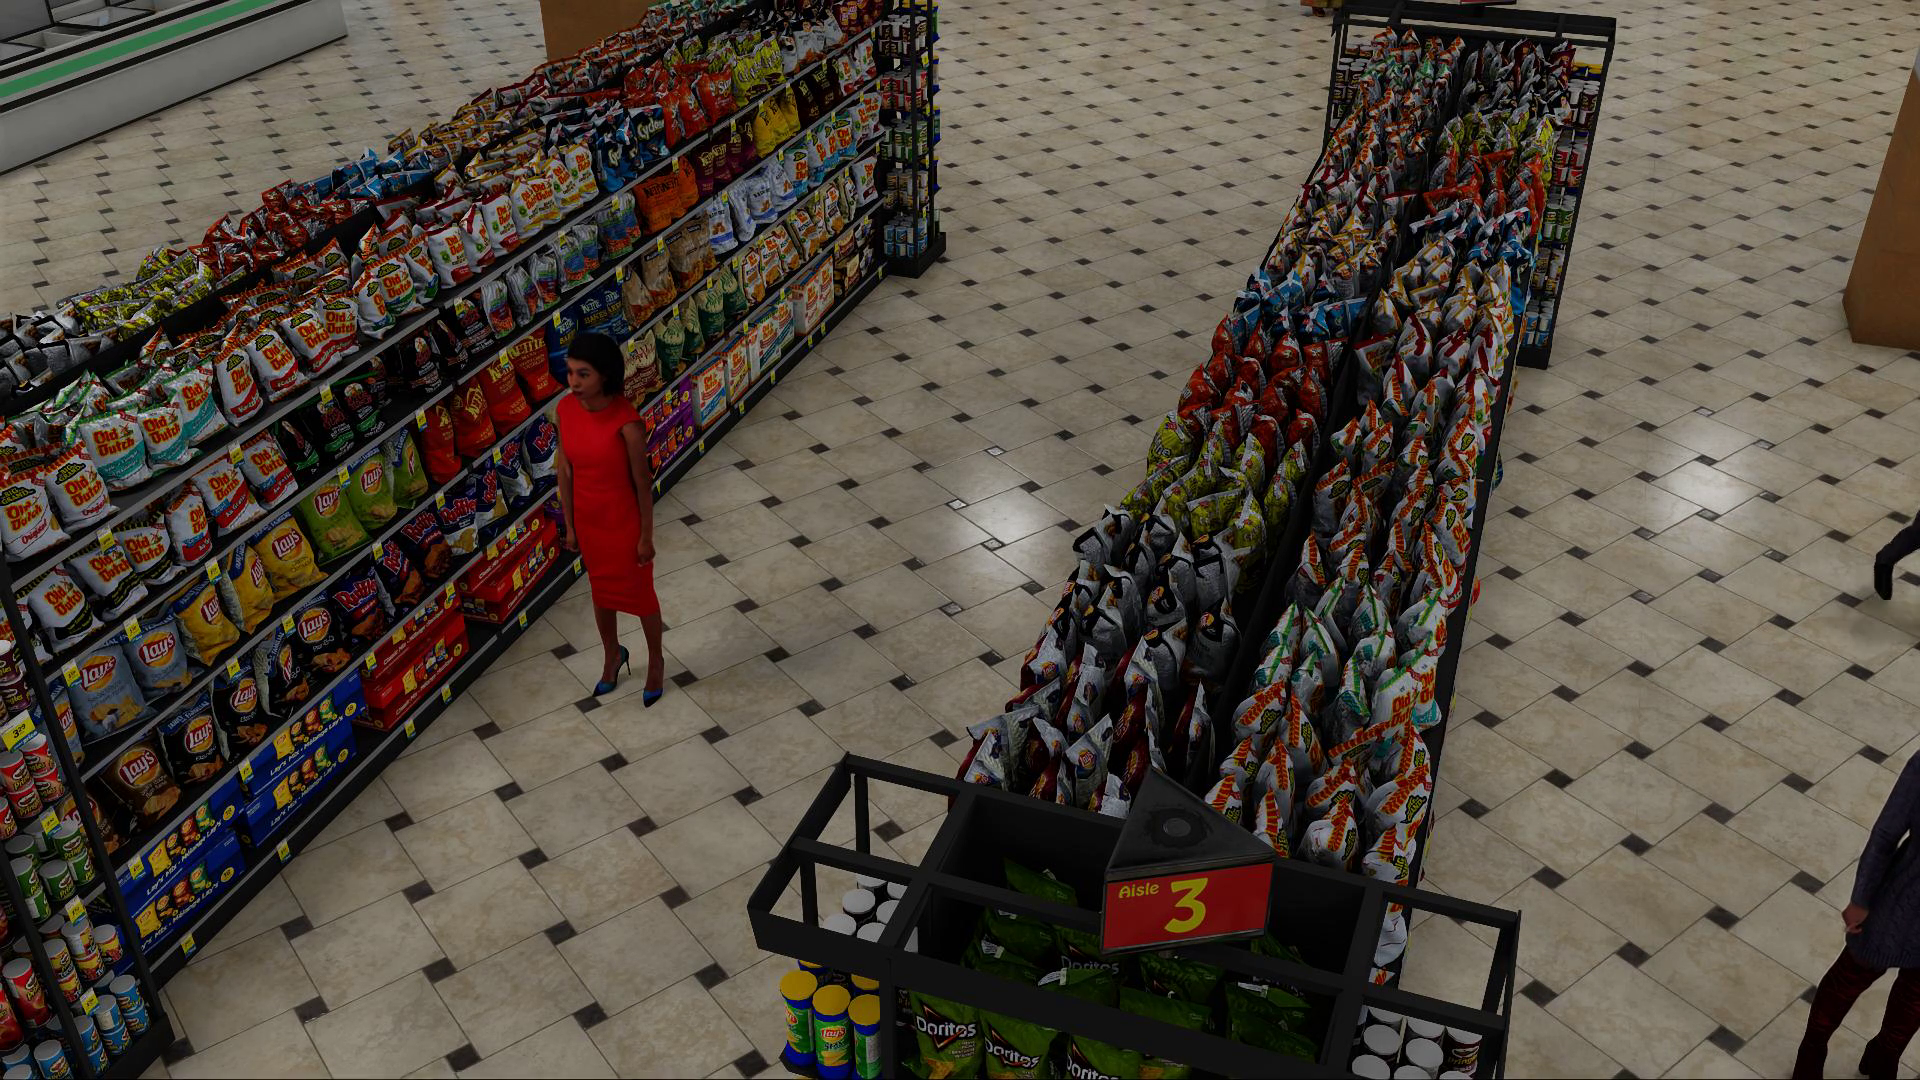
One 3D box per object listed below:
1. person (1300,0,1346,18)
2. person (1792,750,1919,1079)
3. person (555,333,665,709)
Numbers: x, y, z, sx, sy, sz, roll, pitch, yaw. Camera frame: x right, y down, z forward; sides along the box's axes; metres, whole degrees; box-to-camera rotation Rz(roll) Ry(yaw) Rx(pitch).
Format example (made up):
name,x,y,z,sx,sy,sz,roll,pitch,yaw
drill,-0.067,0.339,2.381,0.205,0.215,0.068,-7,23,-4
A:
name,x,y,z,sx,sy,sz,roll,pitch,yaw
person,3.857,-6.222,16.957,0.985,1.660,1.056,-15,35,-23
person,2.966,1.116,5.118,0.622,1.710,0.556,6,32,9
person,-1.454,-0.064,6.983,0.563,1.743,0.501,12,34,18
